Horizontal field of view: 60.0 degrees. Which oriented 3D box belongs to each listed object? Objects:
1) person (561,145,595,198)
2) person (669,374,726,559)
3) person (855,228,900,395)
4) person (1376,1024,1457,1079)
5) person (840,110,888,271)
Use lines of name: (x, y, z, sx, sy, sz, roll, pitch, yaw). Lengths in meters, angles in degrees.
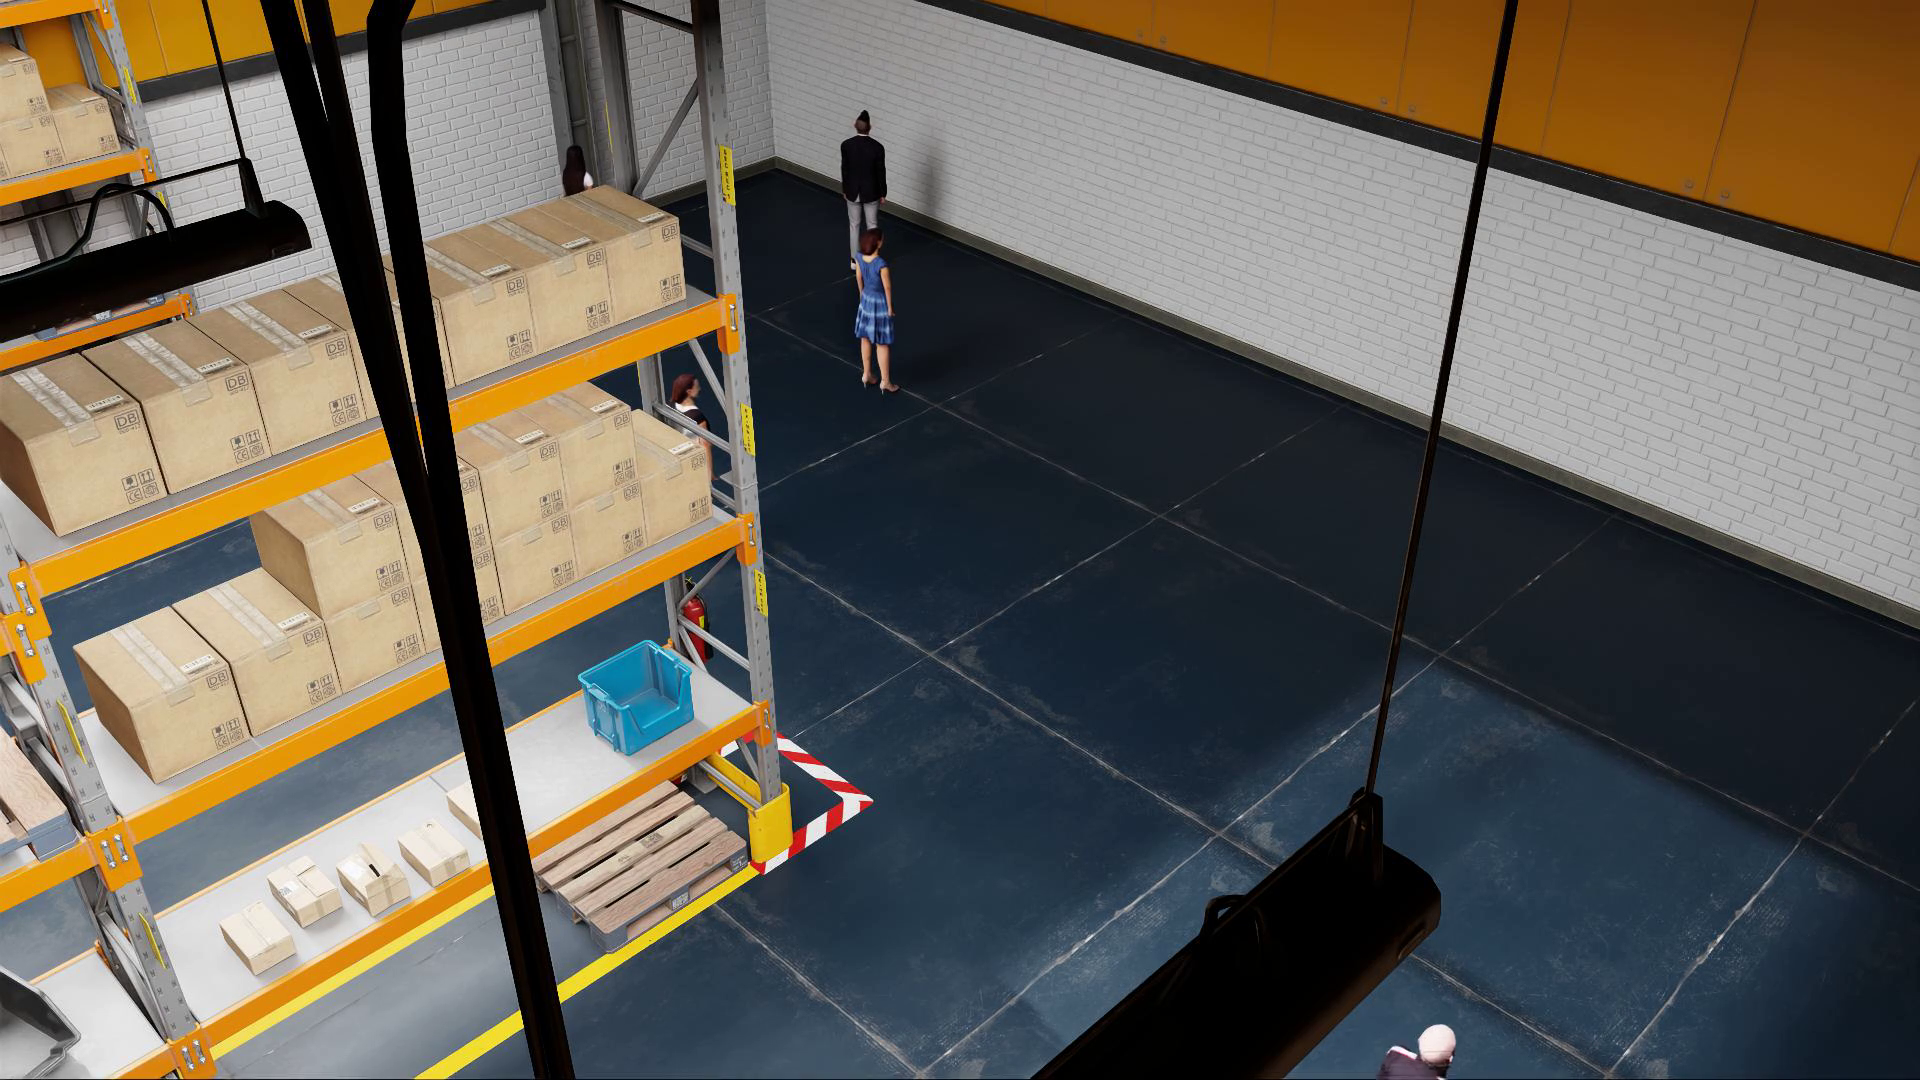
person: (-4.336, -3.673, 19.134, 0.644, 1.770, 0.620, 15, 37, 22)
person: (-2.323, -0.629, 14.531, 0.598, 1.796, 0.525, 24, 40, 31)
person: (-0.863, -2.363, 17.129, 0.674, 1.808, 0.572, 26, 41, 33)
person: (2.269, 3.255, 8.683, 1.200, 1.802, 0.734, -25, 41, -33)
person: (-1.146, -4.146, 19.683, 0.783, 1.951, 0.820, 3, 34, 4)
